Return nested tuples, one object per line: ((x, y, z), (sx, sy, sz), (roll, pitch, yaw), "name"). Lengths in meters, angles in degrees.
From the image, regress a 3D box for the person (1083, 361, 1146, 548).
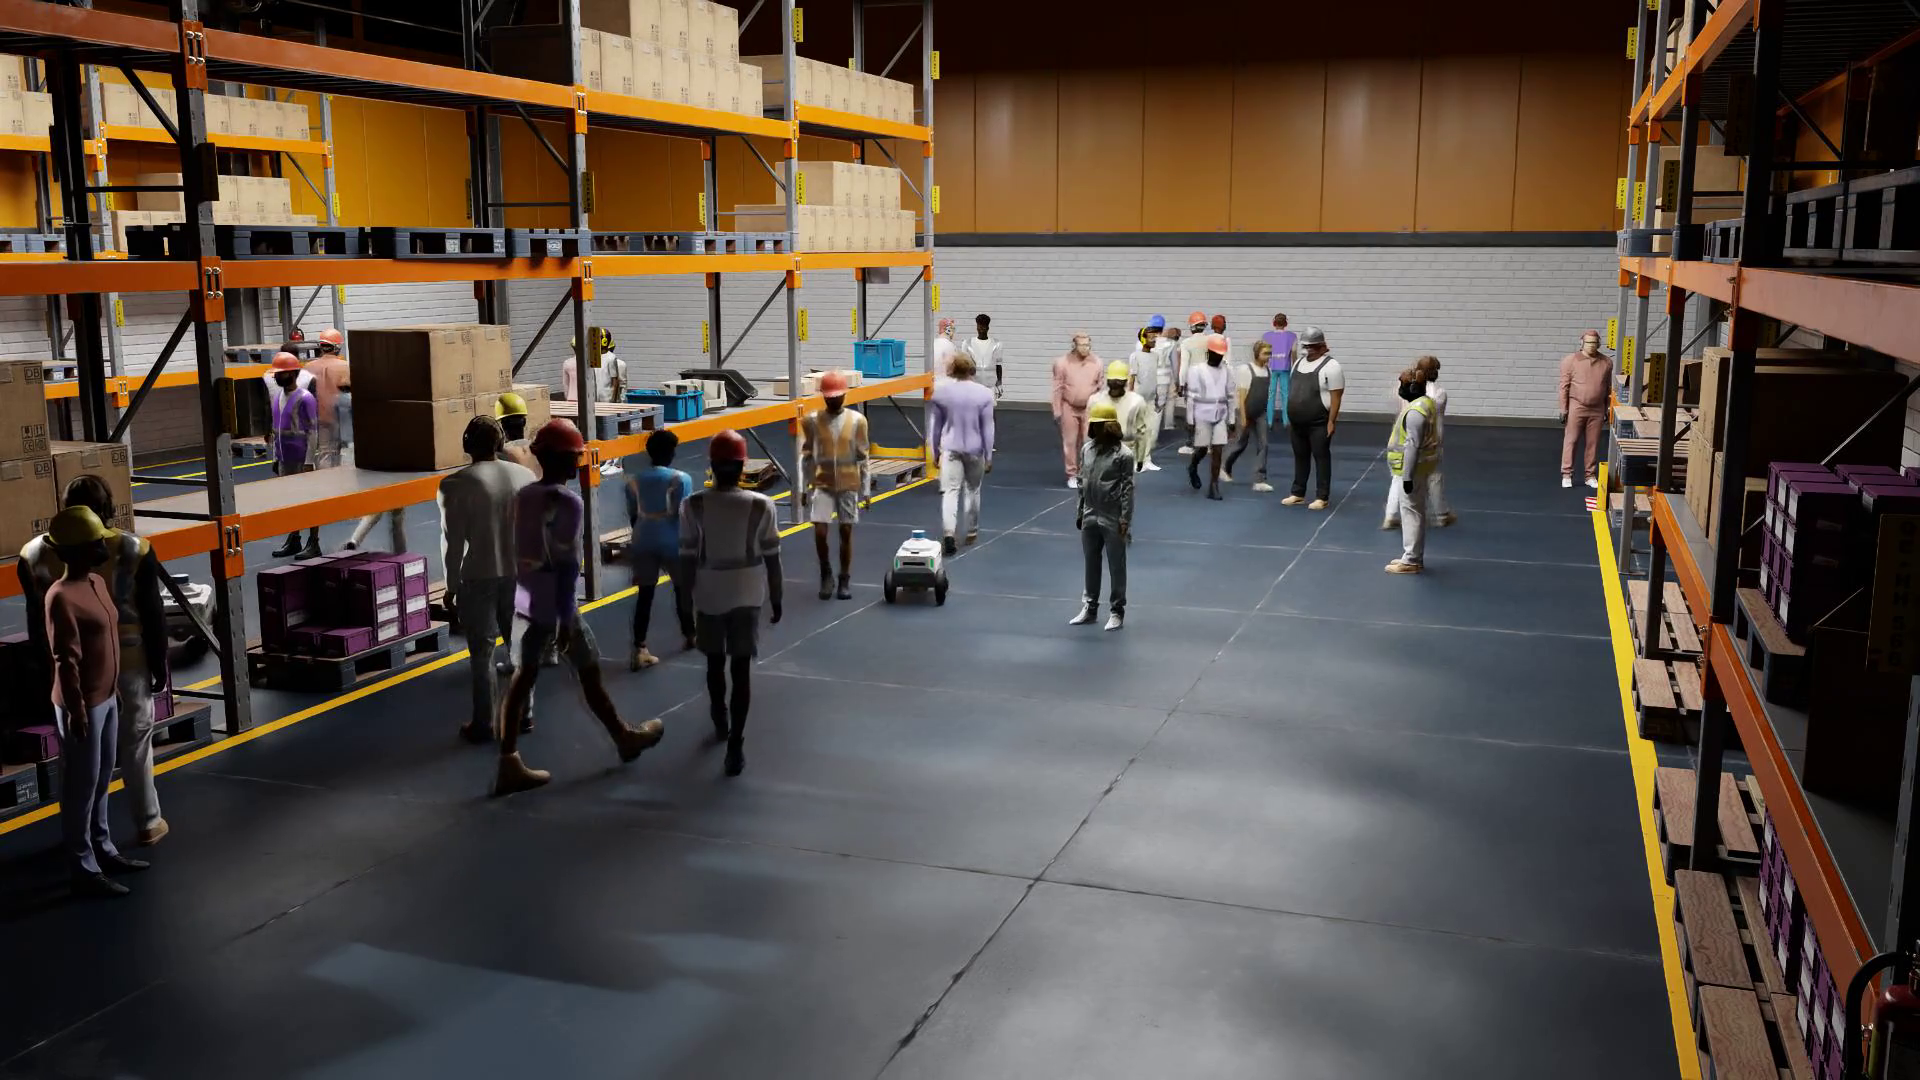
((1.483, -0.822, 16.101), (0.597, 1.814, 0.556), (3, 10, 15), "person")

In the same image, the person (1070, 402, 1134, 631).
((1.087, -0.183, 12.689), (0.484, 1.745, 0.296), (8, 13, 38), "person")

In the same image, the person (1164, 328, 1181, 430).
((3.437, -2.554, 26.414), (0.521, 1.614, 0.699), (9, 14, 42), "person")

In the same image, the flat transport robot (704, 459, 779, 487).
((-2.681, -0.835, 20.502), (0.652, 0.197, 1.431), (1, 10, 4), "flat transport robot")

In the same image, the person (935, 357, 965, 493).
((-0.067, -1.366, 19.753), (0.536, 1.588, 0.859), (3, 11, 18), "person")

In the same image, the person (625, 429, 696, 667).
((-2.082, 0.042, 11.701), (0.568, 1.633, 0.904), (2, 10, 13), "person")

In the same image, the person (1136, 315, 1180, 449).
((2.887, -2.309, 24.217), (0.612, 1.896, 0.989), (4, 11, 24), "person")

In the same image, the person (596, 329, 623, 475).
((-4.508, -1.762, 21.228), (0.310, 1.868, 0.532), (-6, 12, -29), "person")

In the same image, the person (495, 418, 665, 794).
((-2.132, 0.335, 9.075), (0.630, 1.983, 1.080), (9, 13, 41), "person")

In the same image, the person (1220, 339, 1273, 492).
((3.473, -1.507, 19.970), (0.529, 1.815, 0.859), (-6, 12, -30), "person")

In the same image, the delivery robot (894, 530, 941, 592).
((-0.349, 0.162, 13.828), (0.477, 0.478, 0.707), (1, 10, 4), "delivery robot")

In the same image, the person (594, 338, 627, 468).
((-4.593, -1.791, 21.705), (0.523, 1.760, 0.327), (3, 10, 16), "person")

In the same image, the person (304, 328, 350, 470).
((-7.031, -1.375, 18.692), (0.616, 1.993, 0.395), (1, 10, 4), "person")

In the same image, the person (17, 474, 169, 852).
((-4.166, 0.596, 8.069), (0.621, 1.835, 0.430), (-2, 10, -12), "person")

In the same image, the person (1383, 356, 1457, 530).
((4.758, -0.997, 17.141), (0.963, 1.797, 0.620), (-8, 13, -39), "person")

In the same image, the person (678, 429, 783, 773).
((-1.302, 0.309, 9.505), (0.575, 1.885, 0.980), (-1, 10, -6), "person")

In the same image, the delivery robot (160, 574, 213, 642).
((-5.595, 0.490, 11.979), (0.477, 0.478, 0.707), (-4, 11, -19), "delivery robot")

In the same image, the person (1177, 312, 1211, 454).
((3.328, -2.203, 23.356), (0.622, 1.992, 0.390), (-5, 11, -26), "person")

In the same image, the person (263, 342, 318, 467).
((-7.285, -1.225, 18.160), (0.612, 1.883, 0.553), (2, 10, 9), "person")

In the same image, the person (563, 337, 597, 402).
((-4.955, -1.813, 21.806), (0.533, 1.767, 0.326), (6, 12, 30), "person")

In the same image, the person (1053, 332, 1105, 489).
((1.431, -1.552, 19.994), (0.660, 1.893, 0.419), (-1, 10, -7), "person")

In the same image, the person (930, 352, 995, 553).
((0.012, -0.840, 15.941), (0.632, 1.913, 0.941), (1, 10, 8), "person")

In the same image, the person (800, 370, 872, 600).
((-1.019, -0.438, 13.646), (0.594, 1.909, 0.497), (-2, 10, -9), "person")

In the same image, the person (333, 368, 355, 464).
((-6.609, -1.069, 18.085), (0.497, 1.592, 0.799), (9, 13, 41), "person")

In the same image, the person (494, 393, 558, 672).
((-3.011, -0.041, 11.390), (0.382, 1.920, 0.585), (9, 13, 40), "person")

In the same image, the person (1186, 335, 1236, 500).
((2.873, -1.423, 19.228), (0.585, 1.906, 0.643), (-3, 10, -15), "person")

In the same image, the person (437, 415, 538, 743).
((-2.773, 0.227, 9.831), (0.632, 1.940, 0.372), (-9, 14, -43), "person")

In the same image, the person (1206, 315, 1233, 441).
((3.846, -2.418, 24.874), (0.342, 1.882, 0.586), (-9, 13, -40), "person")

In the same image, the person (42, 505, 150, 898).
((-3.925, 0.721, 7.522), (0.296, 1.772, 0.533), (-2, 10, -10), "person")

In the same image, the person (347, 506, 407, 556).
((-5.251, -0.540, 15.048), (0.522, 1.613, 0.660), (4, 11, 21), "person")

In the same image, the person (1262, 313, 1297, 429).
((5.081, -2.688, 26.514), (0.571, 1.840, 0.371), (2, 10, 10), "person")

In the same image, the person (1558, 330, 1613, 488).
((7.543, -1.569, 20.036), (0.652, 1.905, 0.409), (0, 10, -2), "person")

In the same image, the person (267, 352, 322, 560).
((-6.225, -0.782, 15.517), (0.545, 1.938, 0.360), (5, 11, 28), "person")

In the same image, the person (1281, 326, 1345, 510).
((3.884, -1.359, 18.476), (0.536, 2.000, 0.684), (-7, 12, -35), "person")

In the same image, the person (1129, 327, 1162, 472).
((2.408, -1.815, 21.509), (0.532, 1.876, 0.312), (-8, 13, -40), "person")

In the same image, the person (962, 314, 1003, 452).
((0.312, -2.220, 23.552), (0.604, 1.958, 0.377), (-1, 10, -4), "person")

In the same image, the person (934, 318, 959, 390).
((-0.183, -2.157, 23.346), (0.411, 1.908, 0.643), (-5, 11, -26), "person")

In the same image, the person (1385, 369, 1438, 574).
((4.030, -0.610, 14.857), (0.428, 1.837, 0.625), (4, 11, 23), "person")
